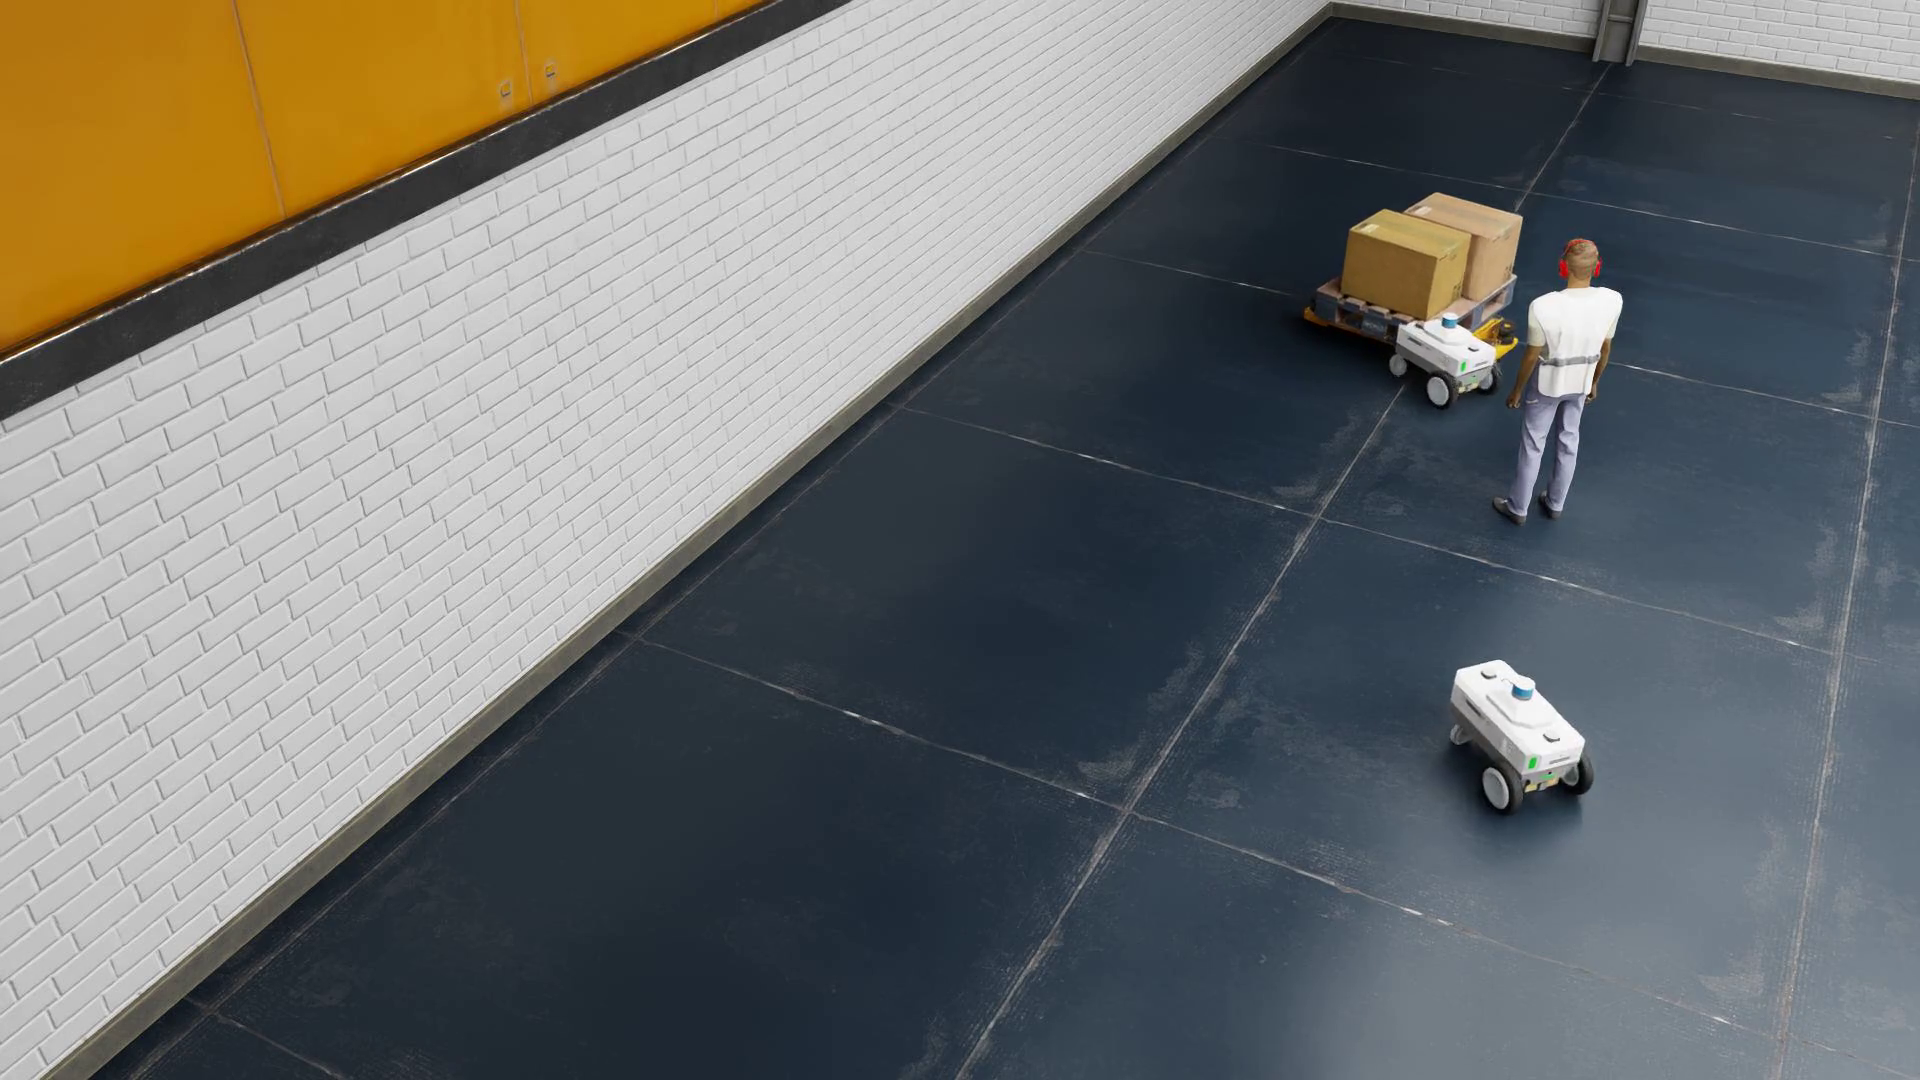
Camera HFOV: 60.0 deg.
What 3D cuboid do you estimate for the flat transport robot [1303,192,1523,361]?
[{"bbox_3d":[3.353,-1.621,12.389,1.431,0.231,0.659,26,42,33],"label":"flat transport robot"}]

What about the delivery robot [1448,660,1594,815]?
[{"bbox_3d":[2.788,0.968,8.293,0.523,0.609,0.780,-12,36,-17],"label":"delivery robot"}]

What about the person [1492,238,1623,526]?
[{"bbox_3d":[3.564,-0.910,9.926,0.562,1.837,0.389,-6,34,-8],"label":"person"}]

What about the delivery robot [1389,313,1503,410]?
[{"bbox_3d":[3.397,-1.296,11.648,0.499,0.593,0.789,-17,38,-24],"label":"delivery robot"}]
